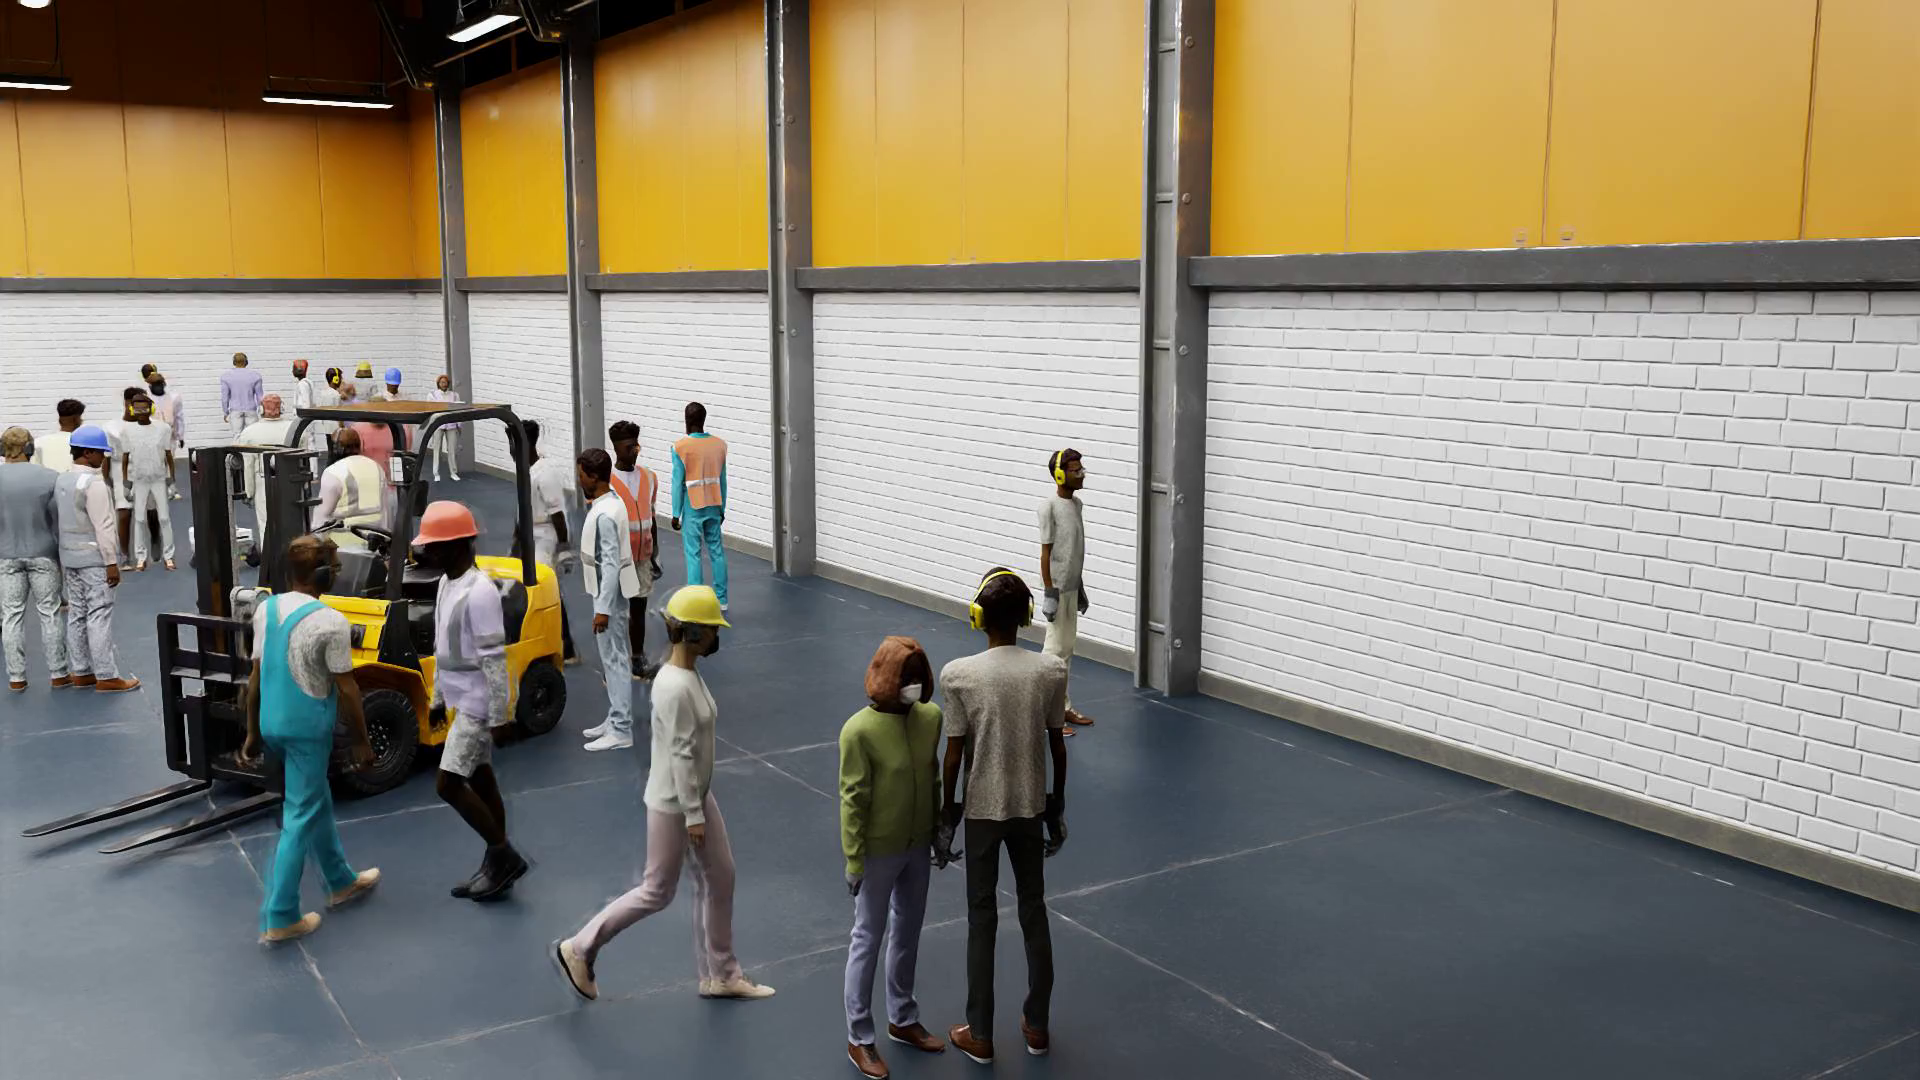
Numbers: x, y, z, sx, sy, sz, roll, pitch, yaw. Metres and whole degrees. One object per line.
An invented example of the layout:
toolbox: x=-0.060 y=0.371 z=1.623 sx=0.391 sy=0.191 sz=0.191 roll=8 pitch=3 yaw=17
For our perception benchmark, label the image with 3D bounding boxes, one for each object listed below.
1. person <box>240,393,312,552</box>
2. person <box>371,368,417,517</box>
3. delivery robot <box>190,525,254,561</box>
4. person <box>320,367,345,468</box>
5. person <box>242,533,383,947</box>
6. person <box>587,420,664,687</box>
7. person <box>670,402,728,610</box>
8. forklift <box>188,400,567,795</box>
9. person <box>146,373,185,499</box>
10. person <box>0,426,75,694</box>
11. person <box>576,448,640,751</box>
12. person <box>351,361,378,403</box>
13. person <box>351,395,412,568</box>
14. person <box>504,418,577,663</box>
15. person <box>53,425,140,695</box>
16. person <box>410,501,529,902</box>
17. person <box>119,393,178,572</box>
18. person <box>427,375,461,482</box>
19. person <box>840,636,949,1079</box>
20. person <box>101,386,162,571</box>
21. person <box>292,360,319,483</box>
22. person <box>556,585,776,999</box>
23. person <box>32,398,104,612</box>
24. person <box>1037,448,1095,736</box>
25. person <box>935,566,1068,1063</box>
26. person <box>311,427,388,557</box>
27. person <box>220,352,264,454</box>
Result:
person: x=-6.738 y=-0.497 z=16.422 sx=0.639 sy=1.903 sz=0.409 roll=-4 pitch=10 yaw=-28
person: x=-7.231 y=-1.233 z=21.260 sx=0.604 sy=1.937 sz=0.402 roll=-6 pitch=10 yaw=-36
delivery robot: x=-7.741 y=-0.022 z=17.423 sx=0.707 sy=0.478 sz=0.477 roll=6 pitch=10 yaw=33
person: x=-8.596 y=-1.444 z=22.936 sx=0.508 sy=1.864 sz=0.329 roll=7 pitch=11 yaw=40
person: x=-2.878 y=0.864 z=7.541 sx=0.534 sy=1.812 sz=0.827 roll=5 pitch=10 yaw=29
person: x=-2.434 y=0.103 z=12.156 sx=0.367 sy=1.967 sz=0.607 roll=8 pitch=11 yaw=41
person: x=-2.332 y=-0.285 z=14.994 sx=0.390 sy=1.909 sz=0.585 roll=8 pitch=12 yaw=43
forklift: x=-3.529 y=0.258 z=10.348 sx=1.214 sy=2.155 sz=2.313 roll=4 pitch=9 yaw=25
person: x=-11.053 y=-1.406 z=22.980 sx=0.634 sy=1.796 sz=0.693 roll=-7 pitch=11 yaw=-41
person: x=-6.729 y=0.146 z=11.989 sx=0.627 sy=1.933 sz=0.371 roll=-3 pitch=9 yaw=-18
person: x=-2.225 y=0.370 z=10.538 sx=0.391 sy=1.914 sz=0.587 roll=-2 pitch=9 yaw=-10
person: x=-9.979 y=-2.127 z=27.941 sx=0.492 sy=1.740 sz=0.325 roll=1 pitch=8 yaw=4
person: x=-5.797 y=-0.519 z=16.685 sx=0.638 sy=1.879 sz=1.064 roll=-4 pitch=9 yaw=-25
person: x=-3.234 y=0.042 z=12.673 sx=0.687 sy=1.934 sz=0.686 roll=-5 pitch=10 yaw=-30
person: x=-6.247 y=0.145 z=11.972 sx=0.602 sy=1.938 sz=0.401 roll=6 pitch=10 yaw=34
person: x=-2.324 y=0.764 z=7.842 sx=0.440 sy=1.918 sz=0.563 roll=-4 pitch=10 yaw=-28
person: x=-8.389 y=-0.590 z=17.216 sx=0.512 sy=1.861 sz=0.355 roll=-3 pitch=9 yaw=-22
person: x=-7.907 y=-1.715 z=25.508 sx=0.513 sy=1.641 sz=0.307 roll=-5 pitch=10 yaw=-32
person: x=-0.237 y=1.155 z=6.187 sx=0.270 sy=1.631 sz=0.507 roll=8 pitch=12 yaw=43
person: x=-8.693 y=-0.654 z=17.458 sx=0.644 sy=1.924 sz=0.680 roll=-6 pitch=11 yaw=-36
person: x=-9.921 y=-1.792 z=25.216 sx=0.356 sy=1.881 sz=0.575 roll=-2 pitch=9 yaw=-16
person: x=-1.200 y=1.033 z=6.696 sx=0.818 sy=1.726 sz=0.520 roll=1 pitch=8 yaw=4
person: x=-8.010 y=-0.308 z=15.008 sx=0.635 sy=1.943 sz=0.458 roll=0 pitch=8 yaw=0
person: x=0.695 y=0.331 z=10.930 sx=0.326 sy=1.876 sz=0.518 roll=5 pitch=10 yaw=29
person: x=0.157 y=1.025 z=6.251 sx=0.514 sy=1.876 sz=0.328 roll=-3 pitch=9 yaw=-17
person: x=-5.006 y=-0.001 z=13.402 sx=0.865 sy=1.811 sz=0.629 roll=3 pitch=9 yaw=18
person: x=-11.569 y=-2.063 z=26.858 sx=0.635 sy=1.936 sz=0.351 roll=-4 pitch=9 yaw=-23
